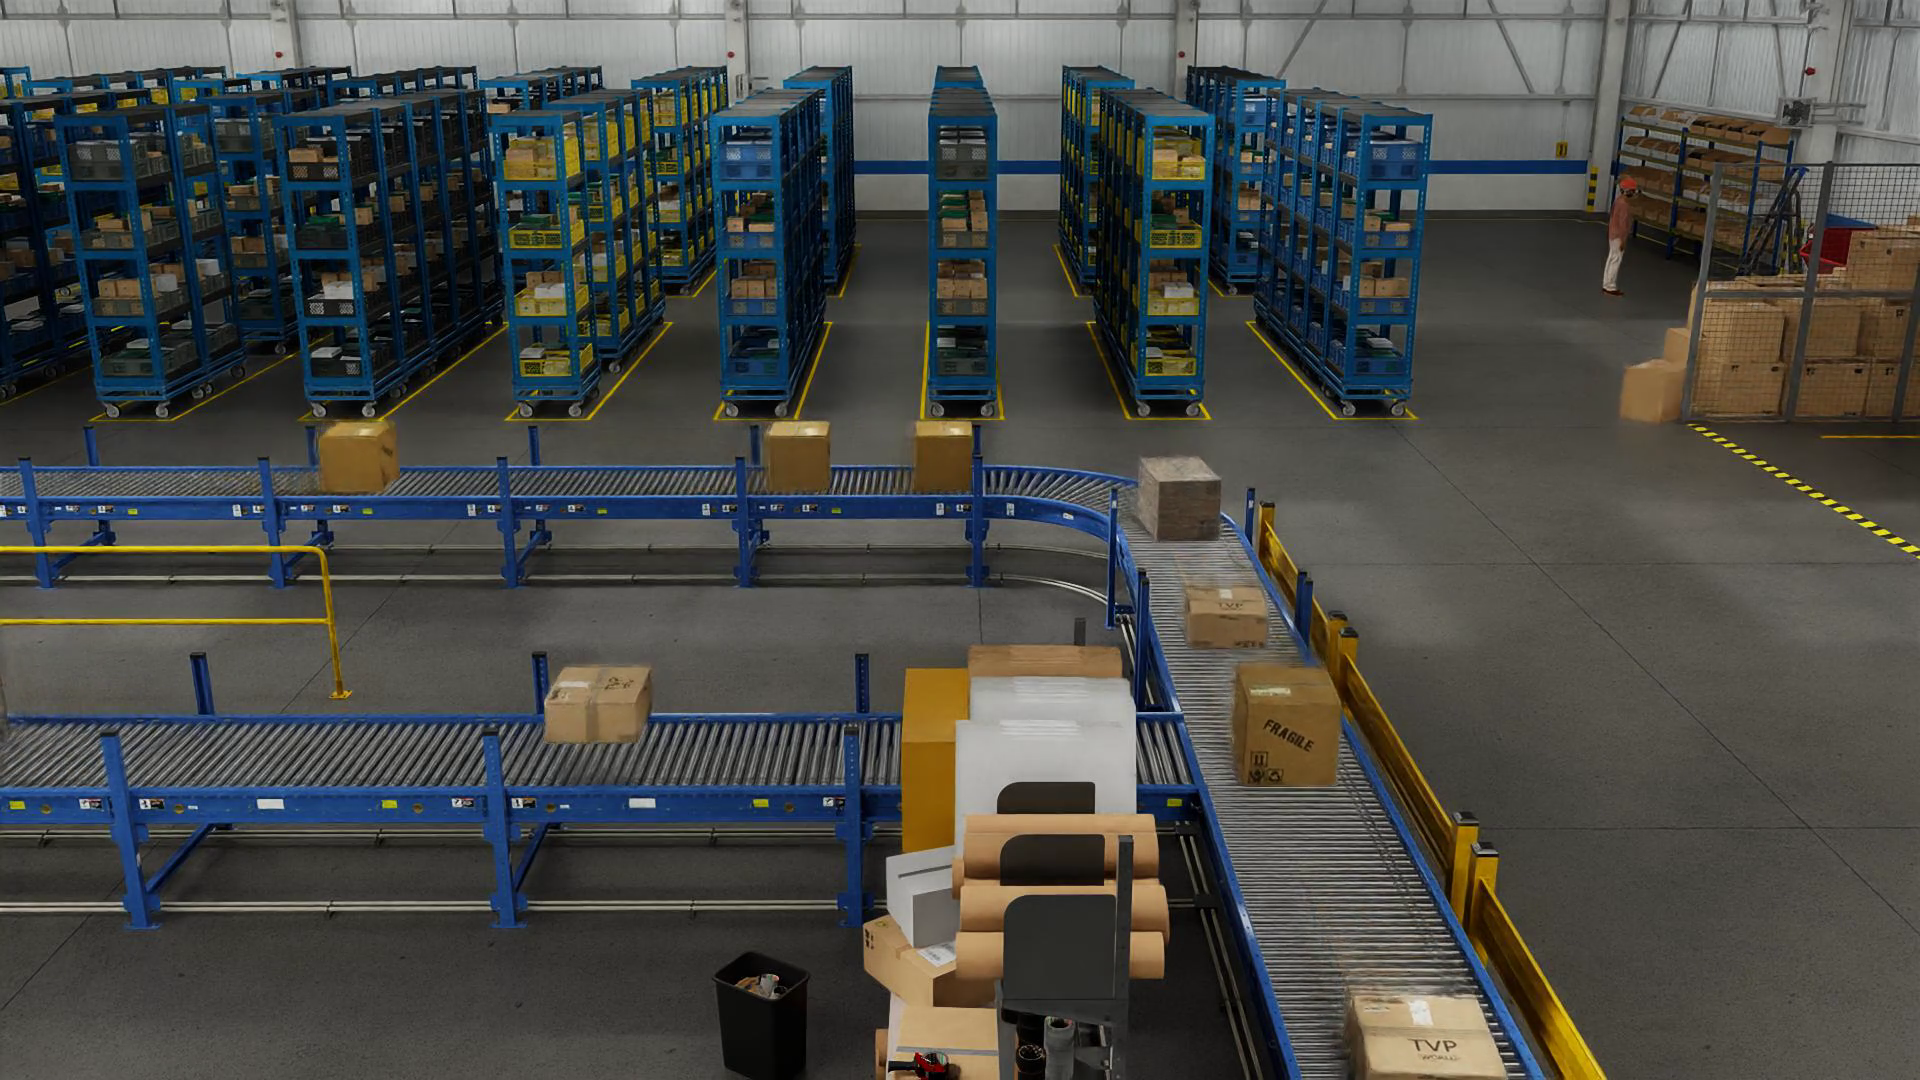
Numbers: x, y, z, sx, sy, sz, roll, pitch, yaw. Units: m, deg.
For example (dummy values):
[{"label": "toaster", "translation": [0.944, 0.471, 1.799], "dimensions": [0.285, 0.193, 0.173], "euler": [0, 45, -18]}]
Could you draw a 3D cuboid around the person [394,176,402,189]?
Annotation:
[{"label": "person", "translation": [-11.082, -6.685, 33.313], "dimensions": [0.586, 1.801, 0.829], "euler": [2, 18, 6]}]

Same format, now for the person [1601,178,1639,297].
[{"label": "person", "translation": [11.226, -5.152, 28.282], "dimensions": [0.396, 1.992, 0.623], "euler": [2, 18, 7]}]
